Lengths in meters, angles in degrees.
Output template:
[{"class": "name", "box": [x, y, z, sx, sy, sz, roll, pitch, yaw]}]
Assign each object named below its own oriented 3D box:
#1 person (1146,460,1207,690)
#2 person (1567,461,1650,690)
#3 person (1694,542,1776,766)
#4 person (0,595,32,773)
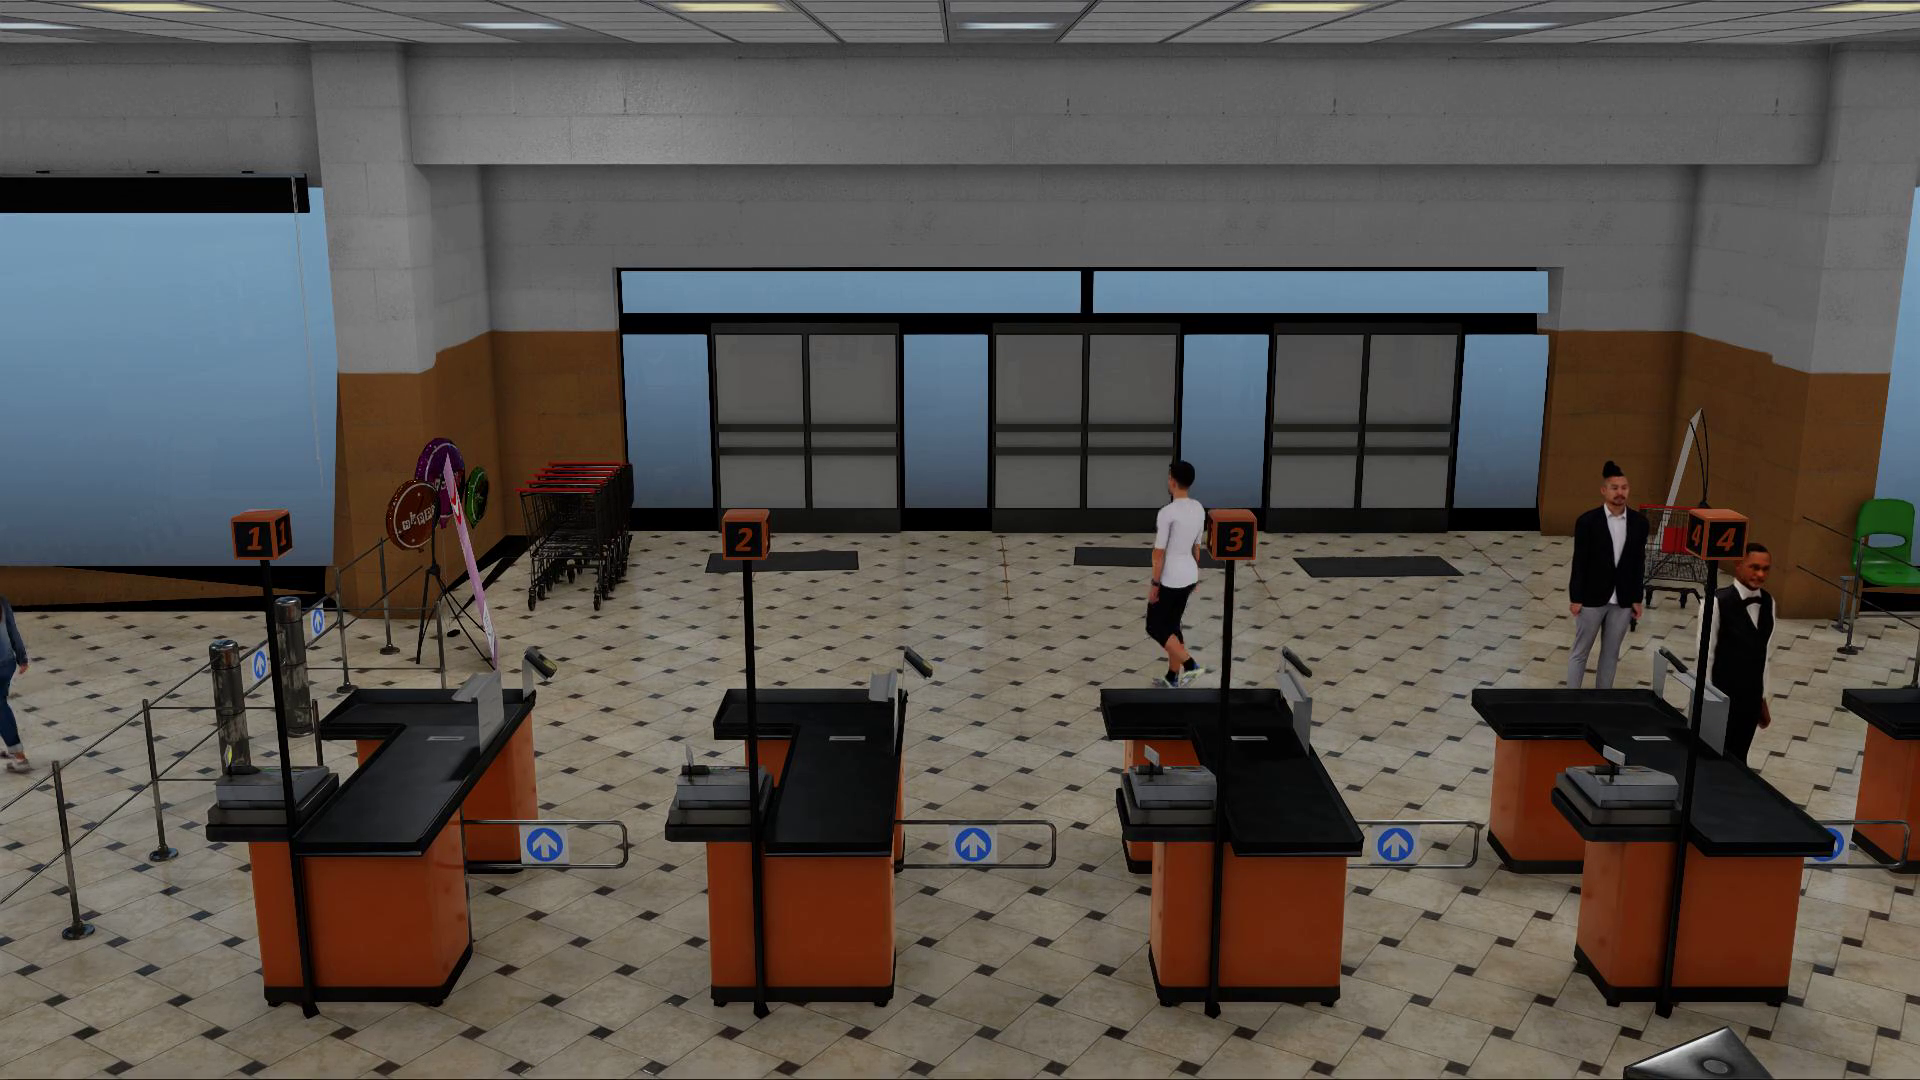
[{"class": "person", "box": [1.703, 0.321, 12.724, 0.937, 1.835, 1.001, -12, 18, -41]}, {"class": "person", "box": [4.750, 0.376, 12.258, 0.697, 1.948, 0.582, 0, 14, 2]}, {"class": "person", "box": [4.626, 0.936, 10.012, 0.757, 1.918, 0.696, -4, 14, -17]}, {"class": "person", "box": [-6.497, 0.872, 11.254, 0.755, 1.457, 0.683, 9, 16, 32]}]
